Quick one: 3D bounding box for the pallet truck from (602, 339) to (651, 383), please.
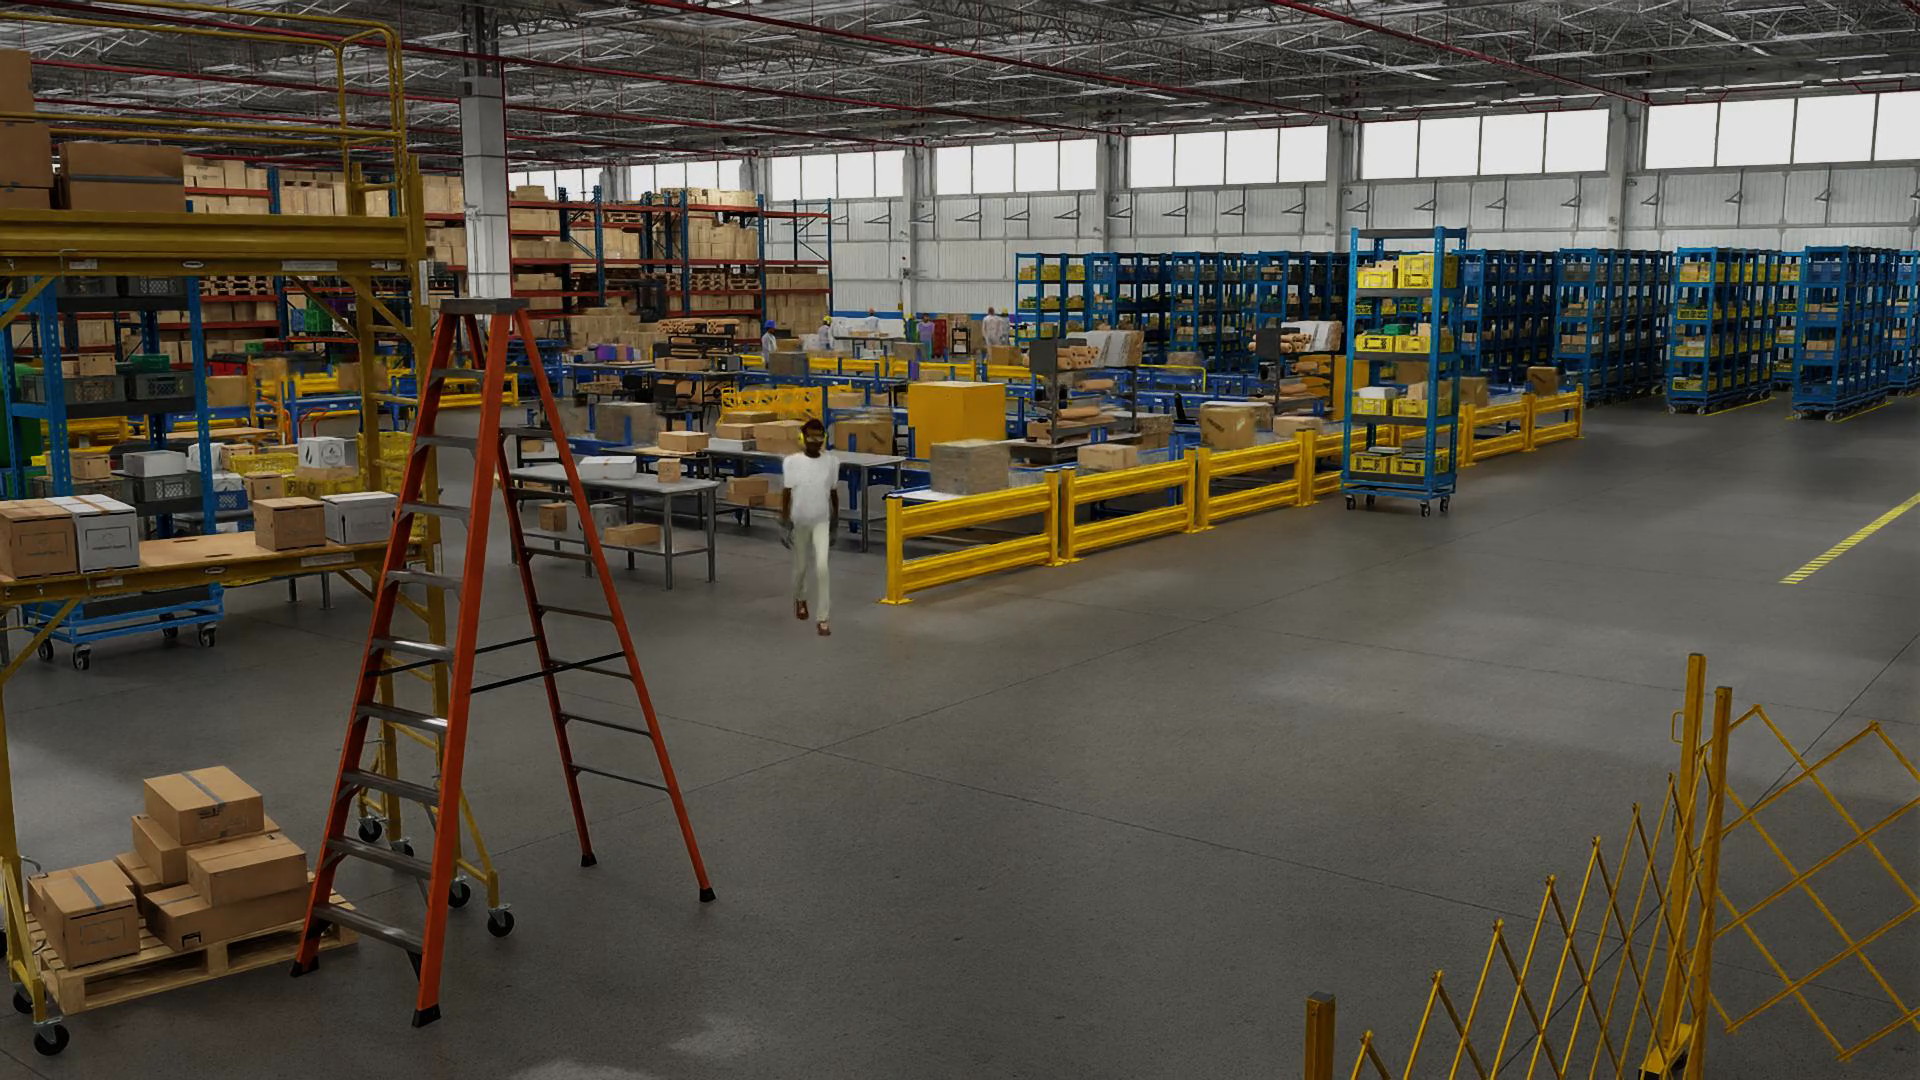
[{"bbox_3d":[-8.991,-4.871,45.351,0.653,1.274,1.630,7,11,37],"label":"pallet truck"}]

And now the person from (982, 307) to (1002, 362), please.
[{"bbox_3d":[1.079,-7.020,56.931,0.685,1.881,0.459,-1,9,-5],"label":"person"}]

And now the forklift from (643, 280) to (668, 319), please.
[{"bbox_3d":[-10.315,-7.441,56.472,1.129,2.768,1.873,7,11,37],"label":"forklift"}]

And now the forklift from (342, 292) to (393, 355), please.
[{"bbox_3d":[-16.485,-5.622,45.120,1.129,2.768,1.873,7,11,37],"label":"forklift"}]

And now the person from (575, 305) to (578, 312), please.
[{"bbox_3d":[-14.116,-7.806,61.879,0.652,1.883,0.816,8,12,40],"label":"person"}]

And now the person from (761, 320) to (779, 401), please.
[{"bbox_3d":[-4.491,-4.227,39.313,0.390,1.946,0.614,2,9,10],"label":"person"}]

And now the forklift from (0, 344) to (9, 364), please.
[{"bbox_3d":[-27.186,-5.665,45.385,1.873,2.768,1.129,-1,9,-4],"label":"forklift"}]

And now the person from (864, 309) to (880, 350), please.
[{"bbox_3d":[-3.303,-7.743,61.993,0.586,1.699,0.884,-2,9,-10],"label":"person"}]

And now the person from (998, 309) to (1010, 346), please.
[{"bbox_3d":[1.648,-7.721,61.803,0.485,1.736,0.360,-4,10,-26],"label":"person"}]

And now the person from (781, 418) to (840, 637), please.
[{"bbox_3d":[-1.286,-0.146,14.226,0.521,1.836,0.918,-2,9,-9],"label":"person"}]

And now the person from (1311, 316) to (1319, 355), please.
[{"bbox_3d":[11.180,-6.161,51.802,0.599,1.811,0.580,5,11,30],"label":"person"}]

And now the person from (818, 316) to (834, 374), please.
[{"bbox_3d":[-3.822,-5.543,47.908,0.403,1.826,0.589,-8,12,-42],"label":"person"}]

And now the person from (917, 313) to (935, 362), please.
[{"bbox_3d":[-1.052,-6.138,51.684,0.596,1.796,0.939,-1,9,-9],"label":"person"}]

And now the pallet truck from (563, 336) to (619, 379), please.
[{"bbox_3d":[-10.690,-5.294,48.215,1.601,1.201,0.680,-5,10,-26],"label":"pallet truck"}]
